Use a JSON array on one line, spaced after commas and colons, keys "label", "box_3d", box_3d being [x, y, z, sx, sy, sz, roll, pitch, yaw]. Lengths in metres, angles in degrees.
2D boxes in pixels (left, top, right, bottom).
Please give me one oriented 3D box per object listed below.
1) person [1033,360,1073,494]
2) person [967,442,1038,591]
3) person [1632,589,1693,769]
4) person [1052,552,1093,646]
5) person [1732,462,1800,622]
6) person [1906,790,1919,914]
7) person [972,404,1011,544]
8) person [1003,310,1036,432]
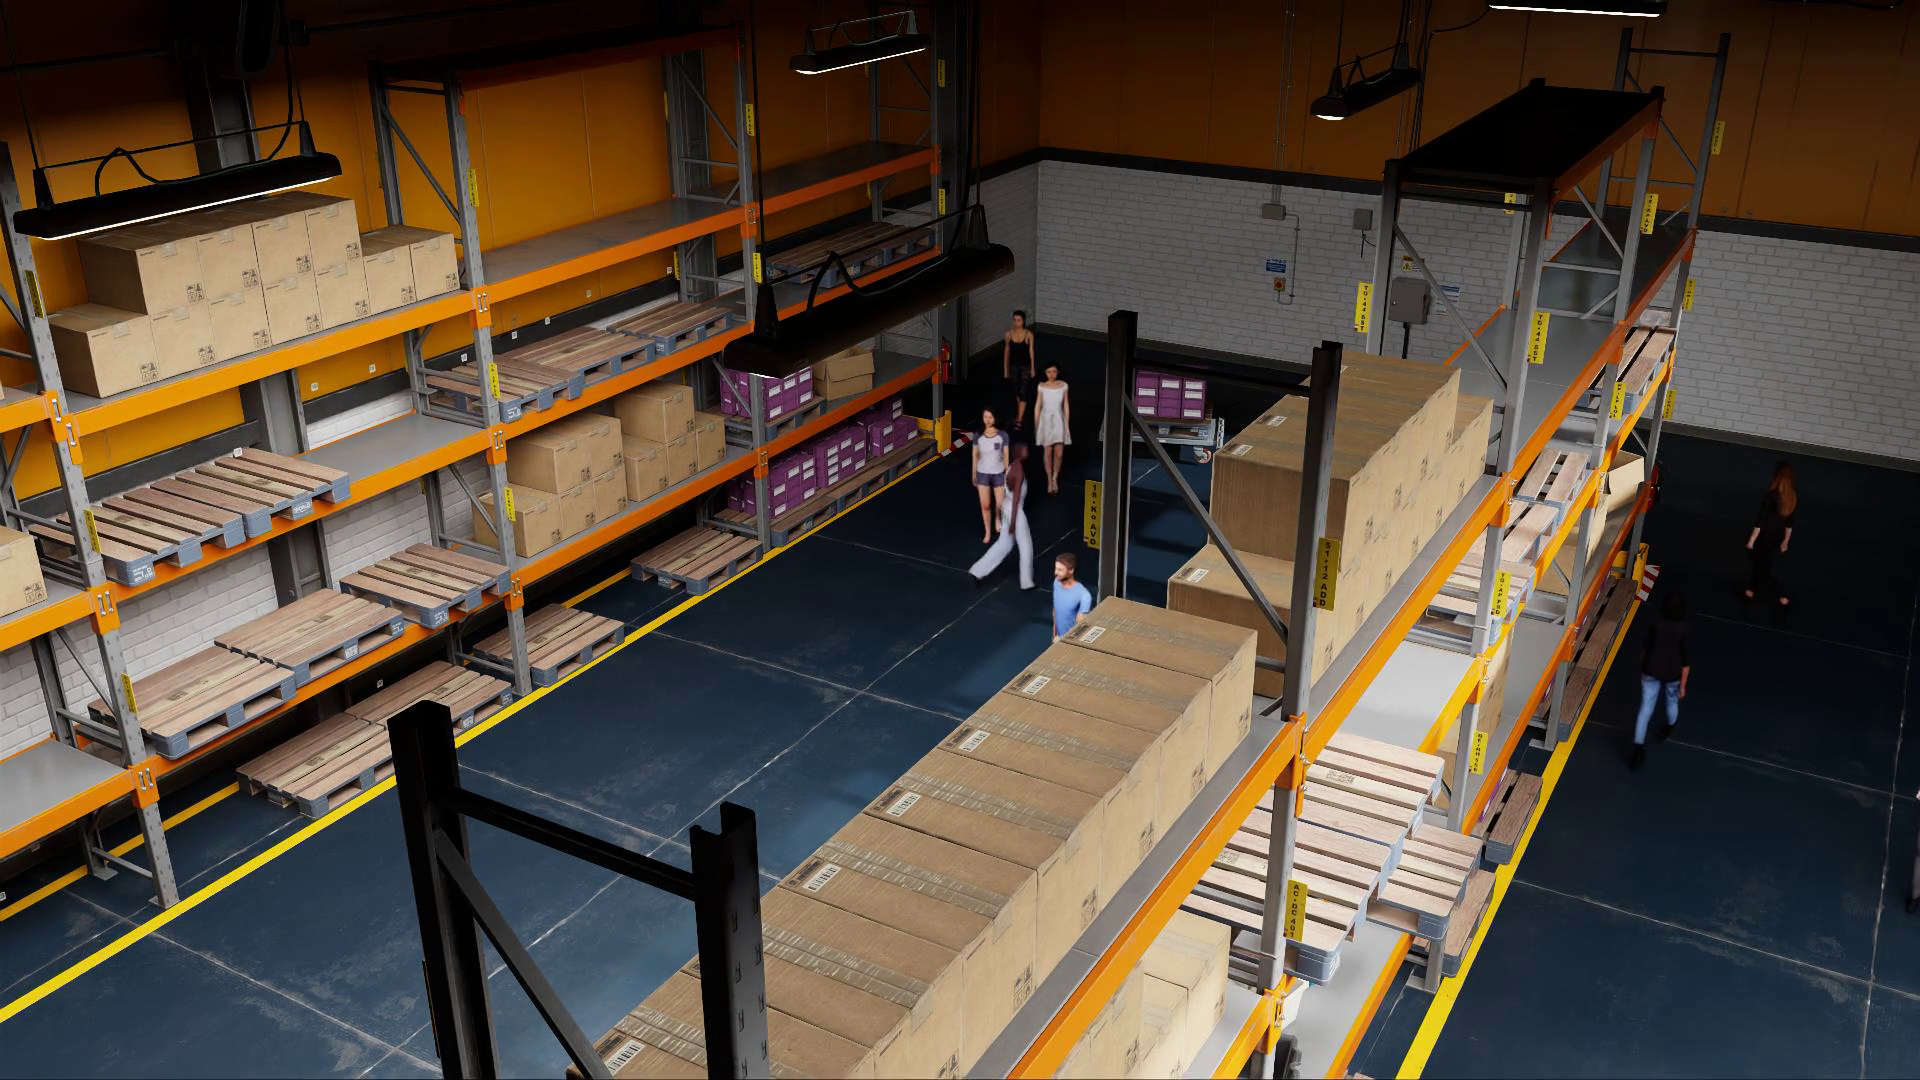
[{"label": "person", "box_3d": [1.157, -1.440, 20.992, 0.786, 1.762, 0.841, 1, 24, 2]}, {"label": "person", "box_3d": [0.492, -0.222, 18.218, 1.043, 1.753, 1.001, -3, 24, -7]}, {"label": "person", "box_3d": [6.263, 1.279, 14.904, 0.606, 1.658, 1.110, 14, 27, 29]}, {"label": "person", "box_3d": [1.107, 0.933, 15.457, 0.801, 1.848, 0.765, -19, 30, -37]}, {"label": "person", "box_3d": [8.696, 0.032, 17.719, 1.105, 1.686, 1.044, -12, 26, -25]}, {"label": "person", "box_3d": [7.592, 2.126, 12.838, 0.654, 1.759, 0.803, 16, 28, 32]}, {"label": "person", "box_3d": [0.386, -0.805, 19.626, 0.707, 1.693, 0.753, 4, 24, 8]}, {"label": "person", "box_3d": [0.862, -2.411, 23.306, 0.706, 1.688, 0.981, 9, 25, 20]}]
